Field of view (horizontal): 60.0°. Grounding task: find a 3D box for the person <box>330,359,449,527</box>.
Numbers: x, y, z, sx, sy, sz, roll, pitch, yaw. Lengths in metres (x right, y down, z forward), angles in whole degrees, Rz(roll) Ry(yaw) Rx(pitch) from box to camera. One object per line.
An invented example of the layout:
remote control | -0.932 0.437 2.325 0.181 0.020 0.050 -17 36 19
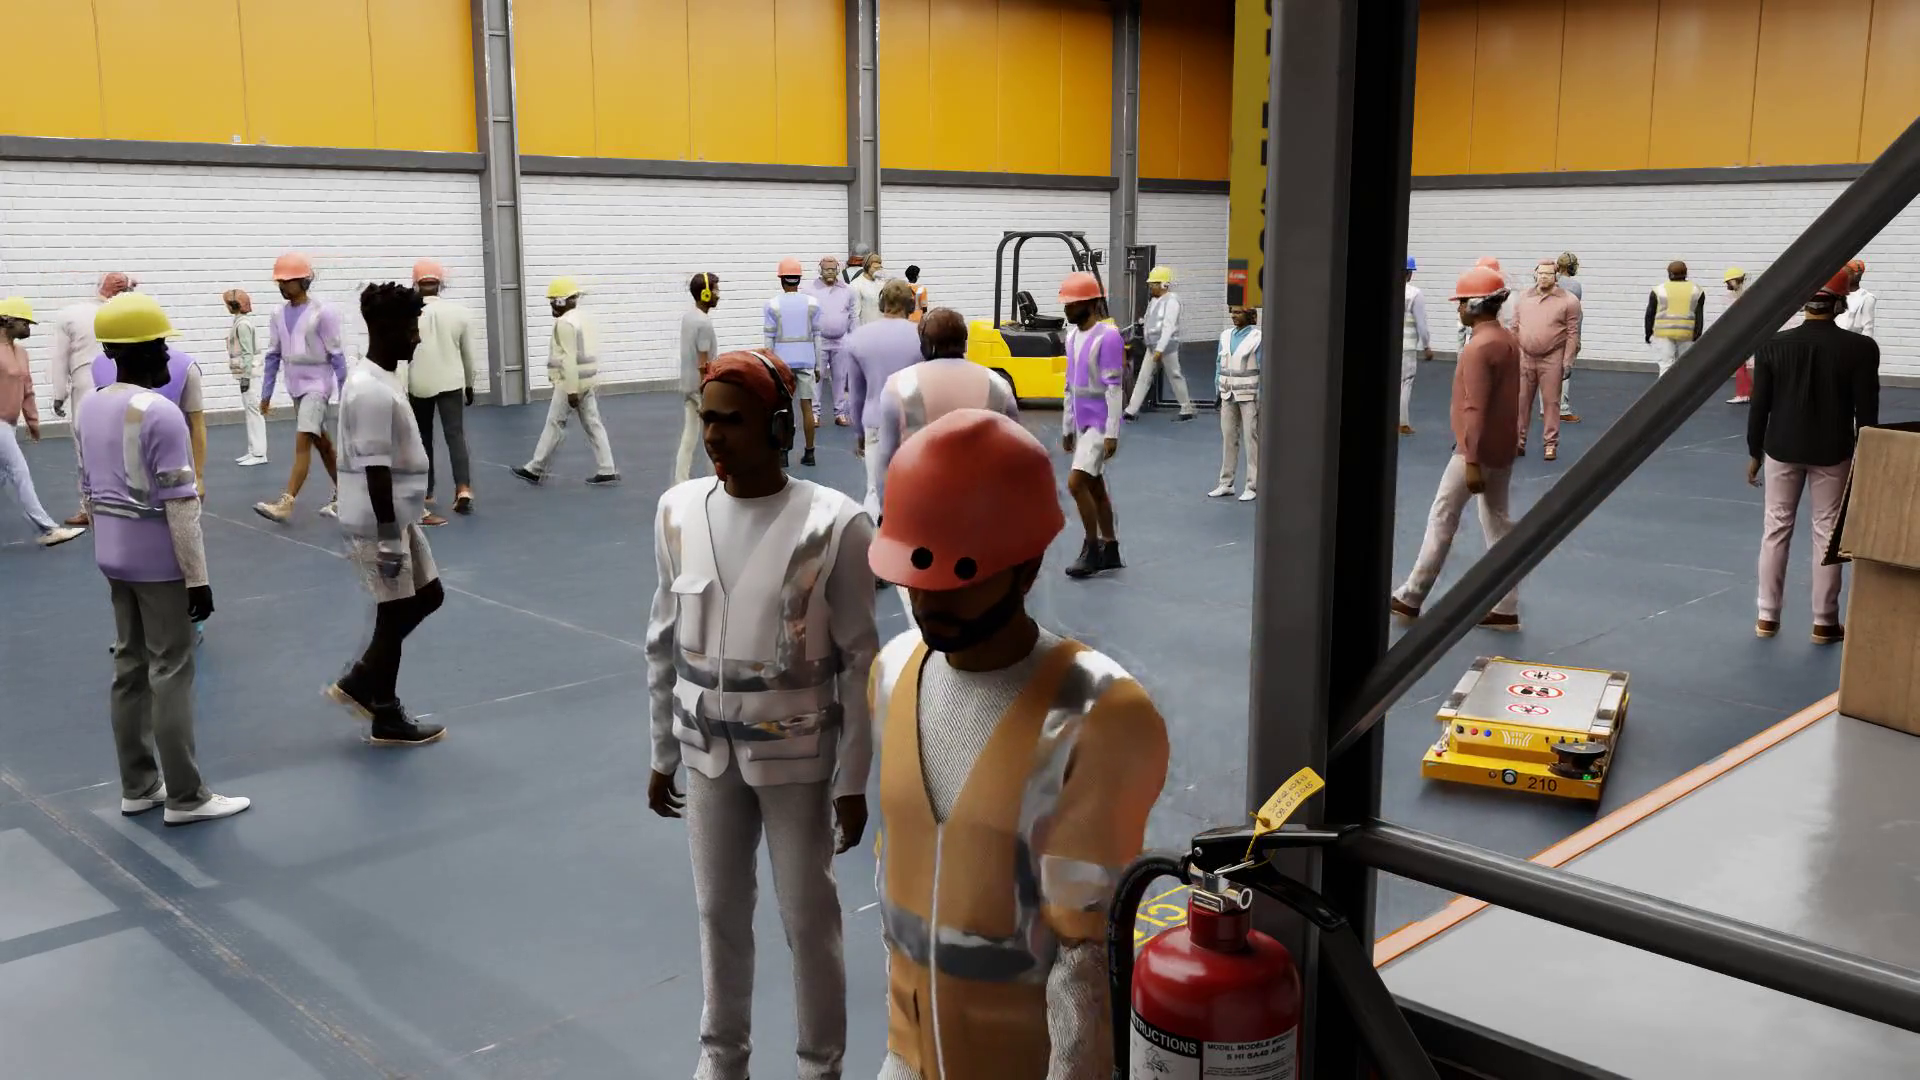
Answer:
person | -4.247 -0.882 12.173 0.794 1.594 0.517 -4 11 -21

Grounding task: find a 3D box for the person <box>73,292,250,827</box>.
person | -2.925 0.077 6.025 0.586 1.930 0.356 6 12 31

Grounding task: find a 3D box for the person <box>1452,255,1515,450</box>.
person | 5.153 -1.825 16.381 0.549 1.934 0.374 8 13 38

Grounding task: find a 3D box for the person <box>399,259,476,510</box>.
person | -4.075 -1.210 12.980 0.626 1.960 0.984 -5 11 -25

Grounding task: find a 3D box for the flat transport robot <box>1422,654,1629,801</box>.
flat transport robot | 2.390 0.742 6.927 0.652 0.197 1.431 5 11 25

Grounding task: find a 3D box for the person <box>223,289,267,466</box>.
person | -6.638 -1.508 15.472 0.315 1.636 0.515 -5 11 -23

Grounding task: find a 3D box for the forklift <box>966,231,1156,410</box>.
forklift | 1.222 -2.721 20.561 2.313 2.155 1.214 2 11 13

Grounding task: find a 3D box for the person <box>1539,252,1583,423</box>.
person | 6.872 -2.307 19.003 0.371 1.941 0.627 -4 11 -19

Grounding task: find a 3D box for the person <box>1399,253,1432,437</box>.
person | 4.681 -2.067 17.679 0.422 1.945 0.615 -7 13 -34

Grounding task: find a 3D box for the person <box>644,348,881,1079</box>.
person | -0.466 0.507 3.806 0.584 1.882 0.348 5 11 23

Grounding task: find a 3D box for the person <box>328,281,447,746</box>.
person | -2.364 -0.097 6.925 0.421 1.945 0.636 -3 11 -16

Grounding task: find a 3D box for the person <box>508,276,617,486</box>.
person | -3.364 -1.334 14.118 0.939 1.775 0.617 1 10 8

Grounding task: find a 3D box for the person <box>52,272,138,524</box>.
person | -6.348 -1.042 12.337 0.727 1.863 0.396 -7 12 -32

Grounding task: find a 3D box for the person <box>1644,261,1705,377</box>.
person | 8.690 -2.480 20.281 0.644 1.813 0.609 2 11 13

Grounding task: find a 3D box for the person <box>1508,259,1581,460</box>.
person | 5.534 -1.717 15.862 0.641 1.912 0.410 7 12 32

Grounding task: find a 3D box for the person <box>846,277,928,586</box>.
person | -0.411 -0.677 10.297 0.631 1.882 1.056 2 11 13

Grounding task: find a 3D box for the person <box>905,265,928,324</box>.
person | -0.712 -3.222 24.670 0.532 1.690 0.319 4 11 19

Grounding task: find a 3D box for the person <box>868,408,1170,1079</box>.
person | -0.001 0.768 2.343 0.537 1.904 0.635 9 14 40

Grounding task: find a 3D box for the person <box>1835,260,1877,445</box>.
person | 9.032 -1.905 16.962 0.354 1.883 0.576 -2 11 -11

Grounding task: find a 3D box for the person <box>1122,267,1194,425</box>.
person | 2.236 -2.174 18.726 0.969 1.781 0.597 -4 11 -23

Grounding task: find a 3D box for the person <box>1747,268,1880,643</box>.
person | 4.477 -0.452 8.758 0.628 1.991 0.416 7 13 34

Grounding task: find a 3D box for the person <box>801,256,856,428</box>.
person | -1.455 -2.202 18.527 0.652 1.904 0.402 -4 11 -19

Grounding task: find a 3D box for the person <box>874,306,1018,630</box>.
person | -0.051 -0.118 7.395 0.637 1.822 0.478 -3 11 -15

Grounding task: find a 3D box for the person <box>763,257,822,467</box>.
person | -1.548 -1.635 15.382 0.541 1.930 0.386 -3 11 -14

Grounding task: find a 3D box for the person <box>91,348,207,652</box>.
person | -4.132 -0.340 8.541 0.564 1.841 0.391 1 10 5

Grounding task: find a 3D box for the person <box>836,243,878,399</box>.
person | -1.277 -2.833 21.595 0.684 2.000 0.535 7 12 32

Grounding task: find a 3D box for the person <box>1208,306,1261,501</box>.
person | 2.266 -1.137 13.432 0.311 1.642 0.514 -9 14 -40

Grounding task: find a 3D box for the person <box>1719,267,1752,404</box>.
person | 9.814 -2.558 20.936 0.625 1.727 0.535 -3 11 -17

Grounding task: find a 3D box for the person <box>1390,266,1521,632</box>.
person | 2.710 -0.490 9.048 0.891 1.959 0.628 9 14 40

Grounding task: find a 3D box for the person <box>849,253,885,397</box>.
person | -1.029 -2.302 18.992 0.371 1.935 0.627 7 13 34

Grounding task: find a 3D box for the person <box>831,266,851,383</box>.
person | -1.382 -2.879 22.377 0.545 1.848 0.789 9 13 39

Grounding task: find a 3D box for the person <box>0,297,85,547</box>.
person | -6.424 -0.780 11.268 0.858 1.708 0.543 -1 10 -6

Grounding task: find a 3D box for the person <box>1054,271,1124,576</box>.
person | 0.805 -0.715 10.408 0.636 1.906 0.556 -5 11 -24

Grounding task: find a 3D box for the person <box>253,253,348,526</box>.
person | -4.919 -1.108 12.313 0.639 1.985 1.039 5 12 27

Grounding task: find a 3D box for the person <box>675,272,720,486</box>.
person | -1.931 -1.174 13.116 0.829 1.841 0.515 -7 12 -33
